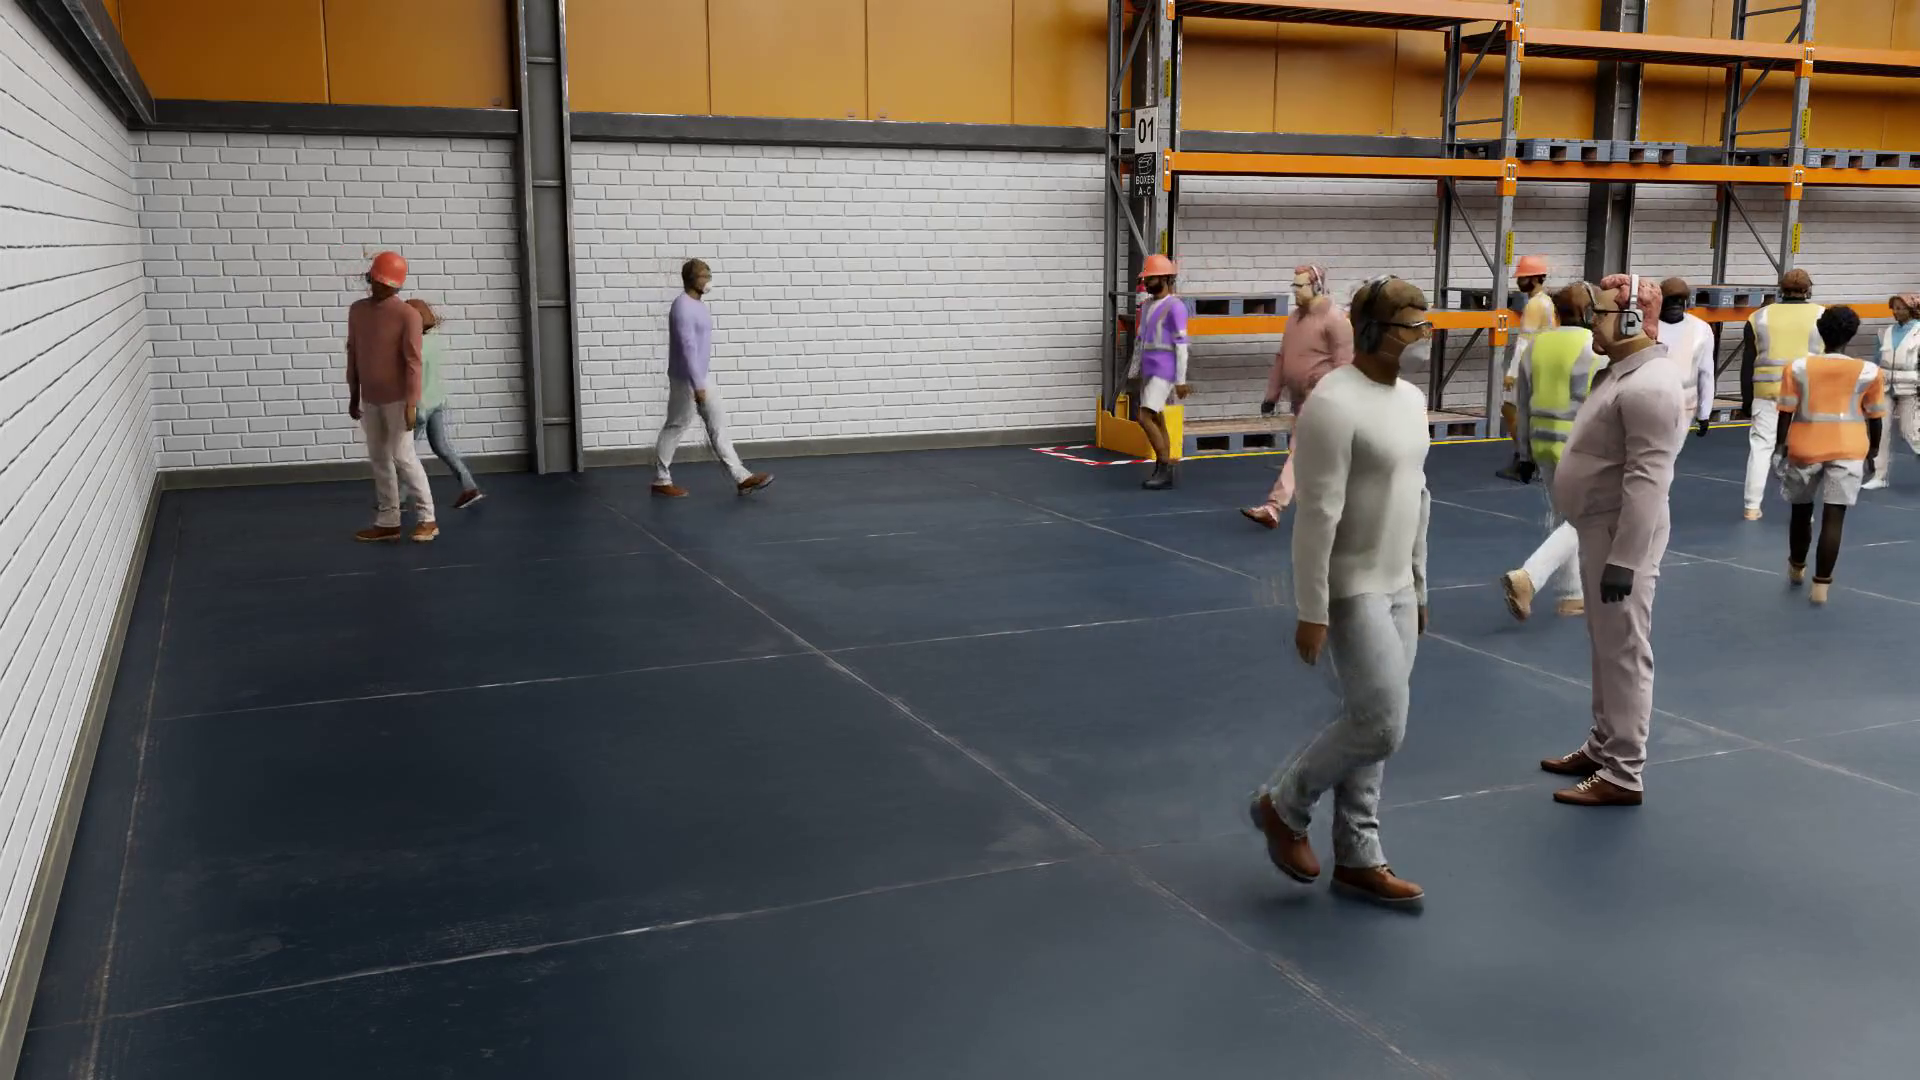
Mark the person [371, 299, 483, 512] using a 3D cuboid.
[{"bbox_3d":[-4.023,-1.009,12.491,0.777,1.600,0.508,0,10,2],"label":"person"}]

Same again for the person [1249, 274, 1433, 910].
[{"bbox_3d":[1.219,0.169,5.031,0.471,1.926,0.652,8,13,38],"label":"person"}]

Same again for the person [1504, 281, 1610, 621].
[{"bbox_3d":[3.195,-0.452,8.795,0.775,1.822,0.632,-5,11,-25],"label":"person"}]

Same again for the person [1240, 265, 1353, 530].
[{"bbox_3d":[2.400,-1.000,11.749,1.010,1.852,0.653,-3,11,-17],"label":"person"}]

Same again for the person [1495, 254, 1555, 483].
[{"bbox_3d":[4.734,-1.429,13.963,0.582,1.913,0.546,3,11,18],"label":"person"}]

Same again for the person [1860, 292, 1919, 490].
[{"bbox_3d":[7.713,-1.211,13.573,0.589,1.618,0.520,-5,11,-26],"label":"person"}]

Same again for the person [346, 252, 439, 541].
[{"bbox_3d":[-3.844,-0.951,11.221,0.678,1.955,0.429,6,12,31],"label":"person"}]

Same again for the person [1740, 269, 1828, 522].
[{"bbox_3d":[5.980,-1.034,12.033,0.627,1.835,0.432,7,12,33],"label":"person"}]

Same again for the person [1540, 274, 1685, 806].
[{"bbox_3d":[2.349,0.005,6.008,0.407,1.909,0.639,3,10,14],"label":"person"}]

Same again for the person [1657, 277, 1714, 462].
[{"bbox_3d":[4.819,-0.907,11.438,0.630,1.791,0.981,2,10,9],"label":"person"}]

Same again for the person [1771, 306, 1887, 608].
[{"bbox_3d":[4.909,-0.487,9.411,0.556,1.656,0.834,6,12,28],"label":"person"}]

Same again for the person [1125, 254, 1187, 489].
[{"bbox_3d":[1.578,-1.359,13.574,0.513,1.919,0.553,-3,11,-18],"label":"person"}]

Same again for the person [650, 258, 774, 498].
[{"bbox_3d":[-2.004,-1.242,13.011,1.019,1.881,0.648,1,10,7],"label":"person"}]
